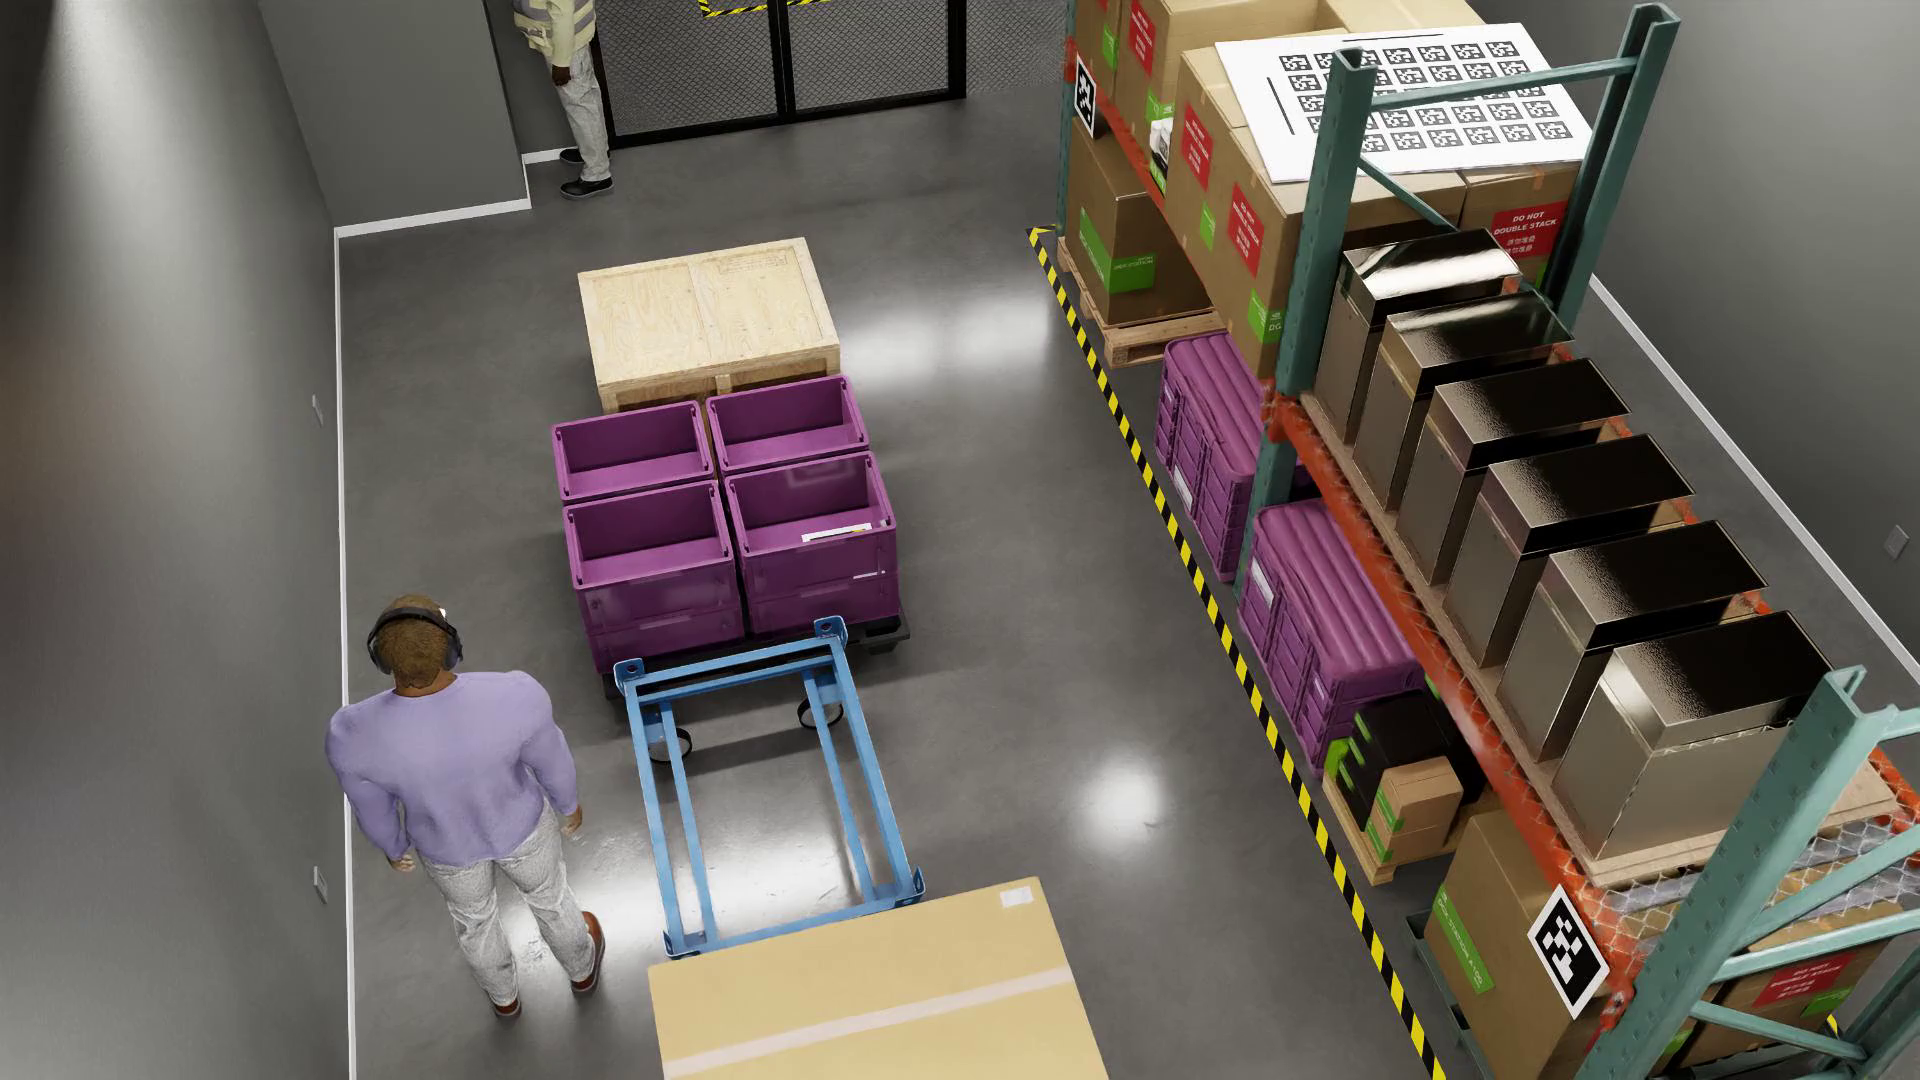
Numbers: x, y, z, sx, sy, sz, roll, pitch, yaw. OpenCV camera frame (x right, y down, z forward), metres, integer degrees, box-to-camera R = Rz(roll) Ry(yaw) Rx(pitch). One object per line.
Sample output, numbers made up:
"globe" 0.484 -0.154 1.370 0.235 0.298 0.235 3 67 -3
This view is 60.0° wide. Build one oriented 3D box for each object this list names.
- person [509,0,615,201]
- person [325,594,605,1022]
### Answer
"person" -2.010 -2.559 8.308 0.404 1.829 0.600 -6 48 -5
"person" -1.470 0.865 5.092 0.633 1.938 0.356 -13 49 -11
